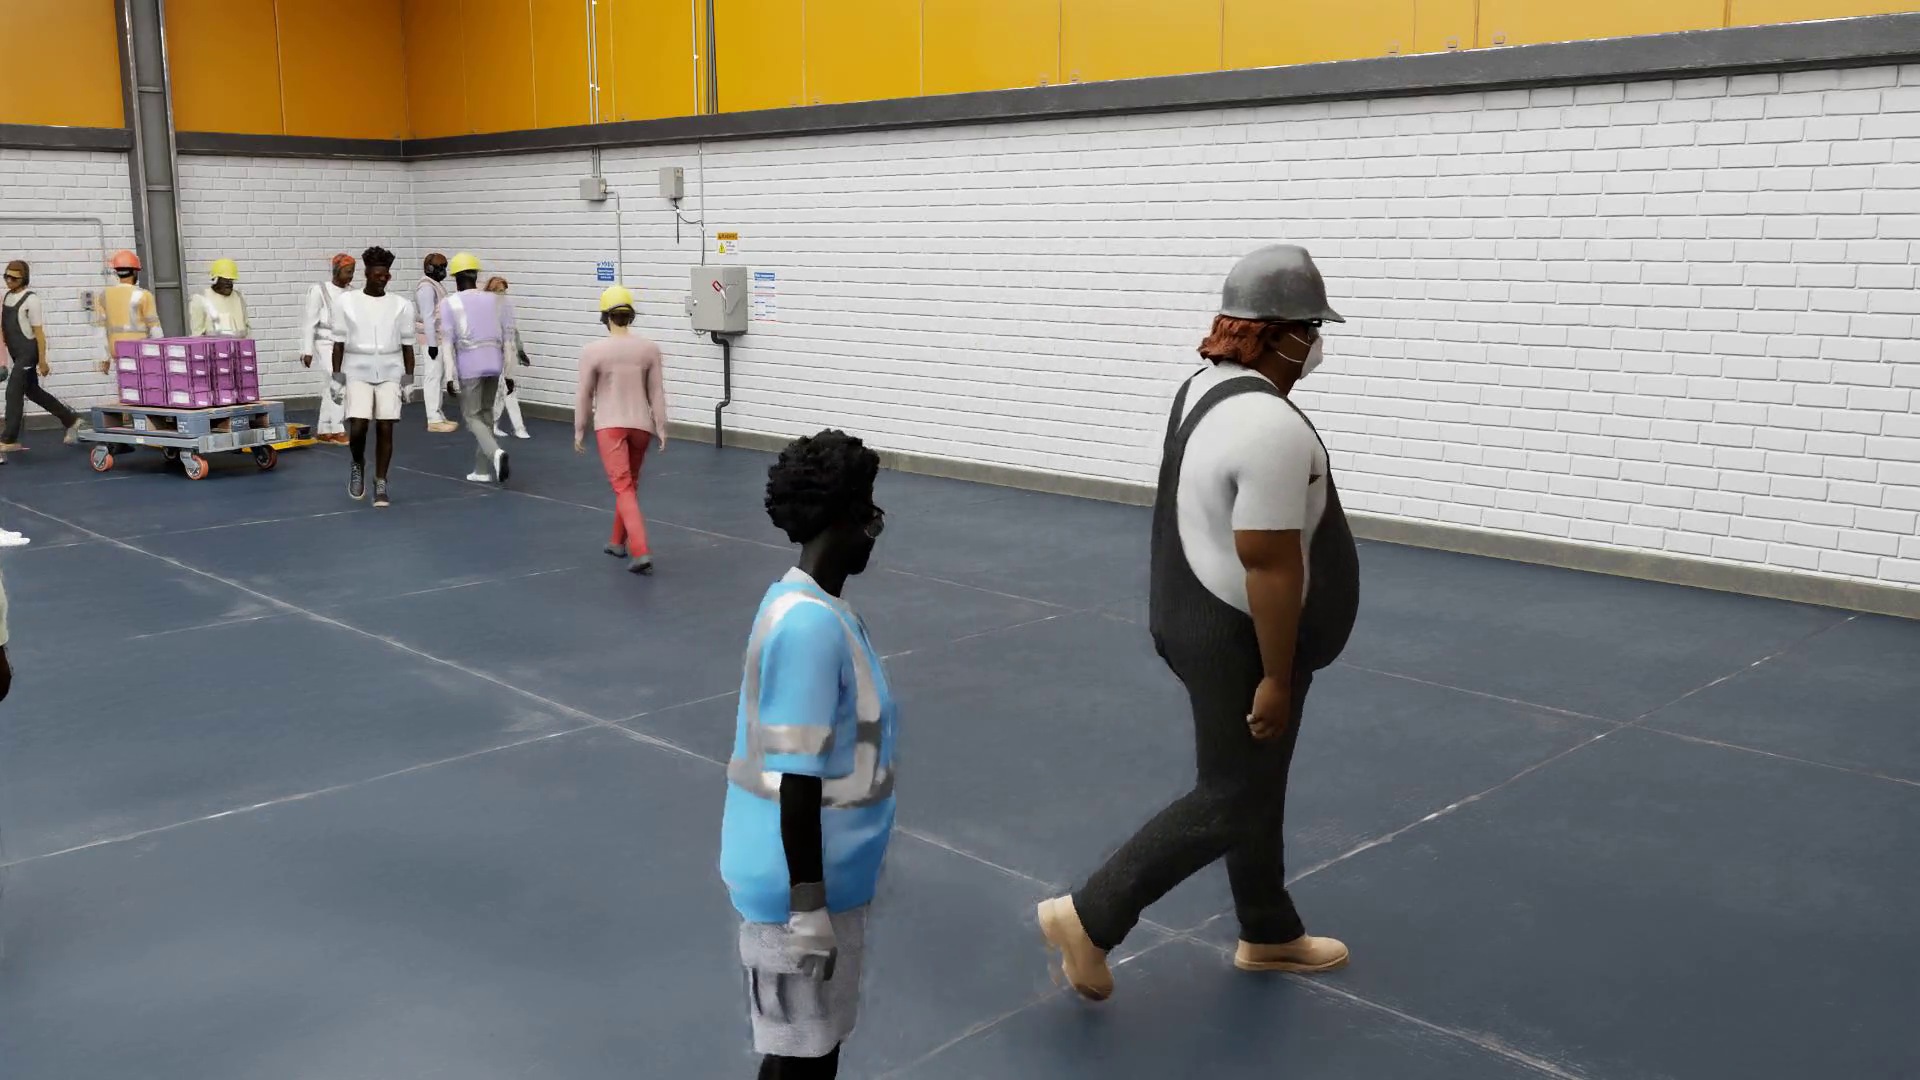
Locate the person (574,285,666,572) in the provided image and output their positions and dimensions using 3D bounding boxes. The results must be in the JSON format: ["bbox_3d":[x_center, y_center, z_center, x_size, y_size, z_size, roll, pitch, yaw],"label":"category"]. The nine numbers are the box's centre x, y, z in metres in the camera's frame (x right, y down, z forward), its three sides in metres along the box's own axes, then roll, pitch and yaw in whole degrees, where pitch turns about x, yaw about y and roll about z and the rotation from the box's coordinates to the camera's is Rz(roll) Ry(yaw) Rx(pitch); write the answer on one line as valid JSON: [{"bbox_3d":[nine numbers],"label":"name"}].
[{"bbox_3d":[-2.063,-0.684,10.147,0.536,1.722,0.898,-7,13,-34],"label":"person"}]

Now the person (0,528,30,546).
[{"bbox_3d":[-6.367,-0.887,10.846,0.325,1.871,0.524,-8,13,-36],"label":"person"}]

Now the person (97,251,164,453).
[{"bbox_3d":[-7.822,-1.774,15.682,0.549,1.884,1.019,2,11,9],"label":"person"}]

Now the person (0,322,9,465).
[{"bbox_3d":[-8.608,-1.531,14.317,0.663,1.880,0.685,5,11,25],"label":"person"}]

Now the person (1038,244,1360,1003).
[{"bbox_3d":[0.639,0.224,4.323,0.851,2.000,0.695,-1,10,-8],"label":"person"}]

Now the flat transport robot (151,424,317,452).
[{"bbox_3d":[-6.918,-0.996,15.806,1.431,0.197,0.652,4,11,21],"label":"flat transport robot"}]

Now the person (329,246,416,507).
[{"bbox_3d":[-4.372,-1.212,12.416,0.640,1.943,0.435,-6,12,-28],"label":"person"}]

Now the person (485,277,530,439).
[{"bbox_3d":[-4.563,-1.809,16.590,0.569,1.609,0.572,2,11,10],"label":"person"}]

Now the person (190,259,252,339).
[{"bbox_3d":[-7.049,-1.784,15.926,0.485,1.797,0.680,5,12,26],"label":"person"}]

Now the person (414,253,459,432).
[{"bbox_3d":[-5.427,-2.047,17.267,0.430,1.838,0.623,-2,11,-9],"label":"person"}]

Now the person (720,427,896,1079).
[{"bbox_3d":[-0.289,0.634,3.117,0.347,1.671,0.620,0,10,1],"label":"person"}]

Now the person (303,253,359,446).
[{"bbox_3d":[-5.978,-1.828,16.050,0.757,1.846,0.579,4,11,22],"label":"person"}]

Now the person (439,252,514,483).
[{"bbox_3d":[-3.847,-1.370,13.414,0.729,1.895,0.605,10,14,44],"label":"person"}]

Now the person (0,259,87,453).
[{"bbox_3d":[-8.755,-1.740,15.679,0.584,1.806,0.892,9,13,39],"label":"person"}]

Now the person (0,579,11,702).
[{"bbox_3d":[-2.886,0.246,4.446,0.635,1.963,0.860,-2,11,-11],"label":"person"}]
